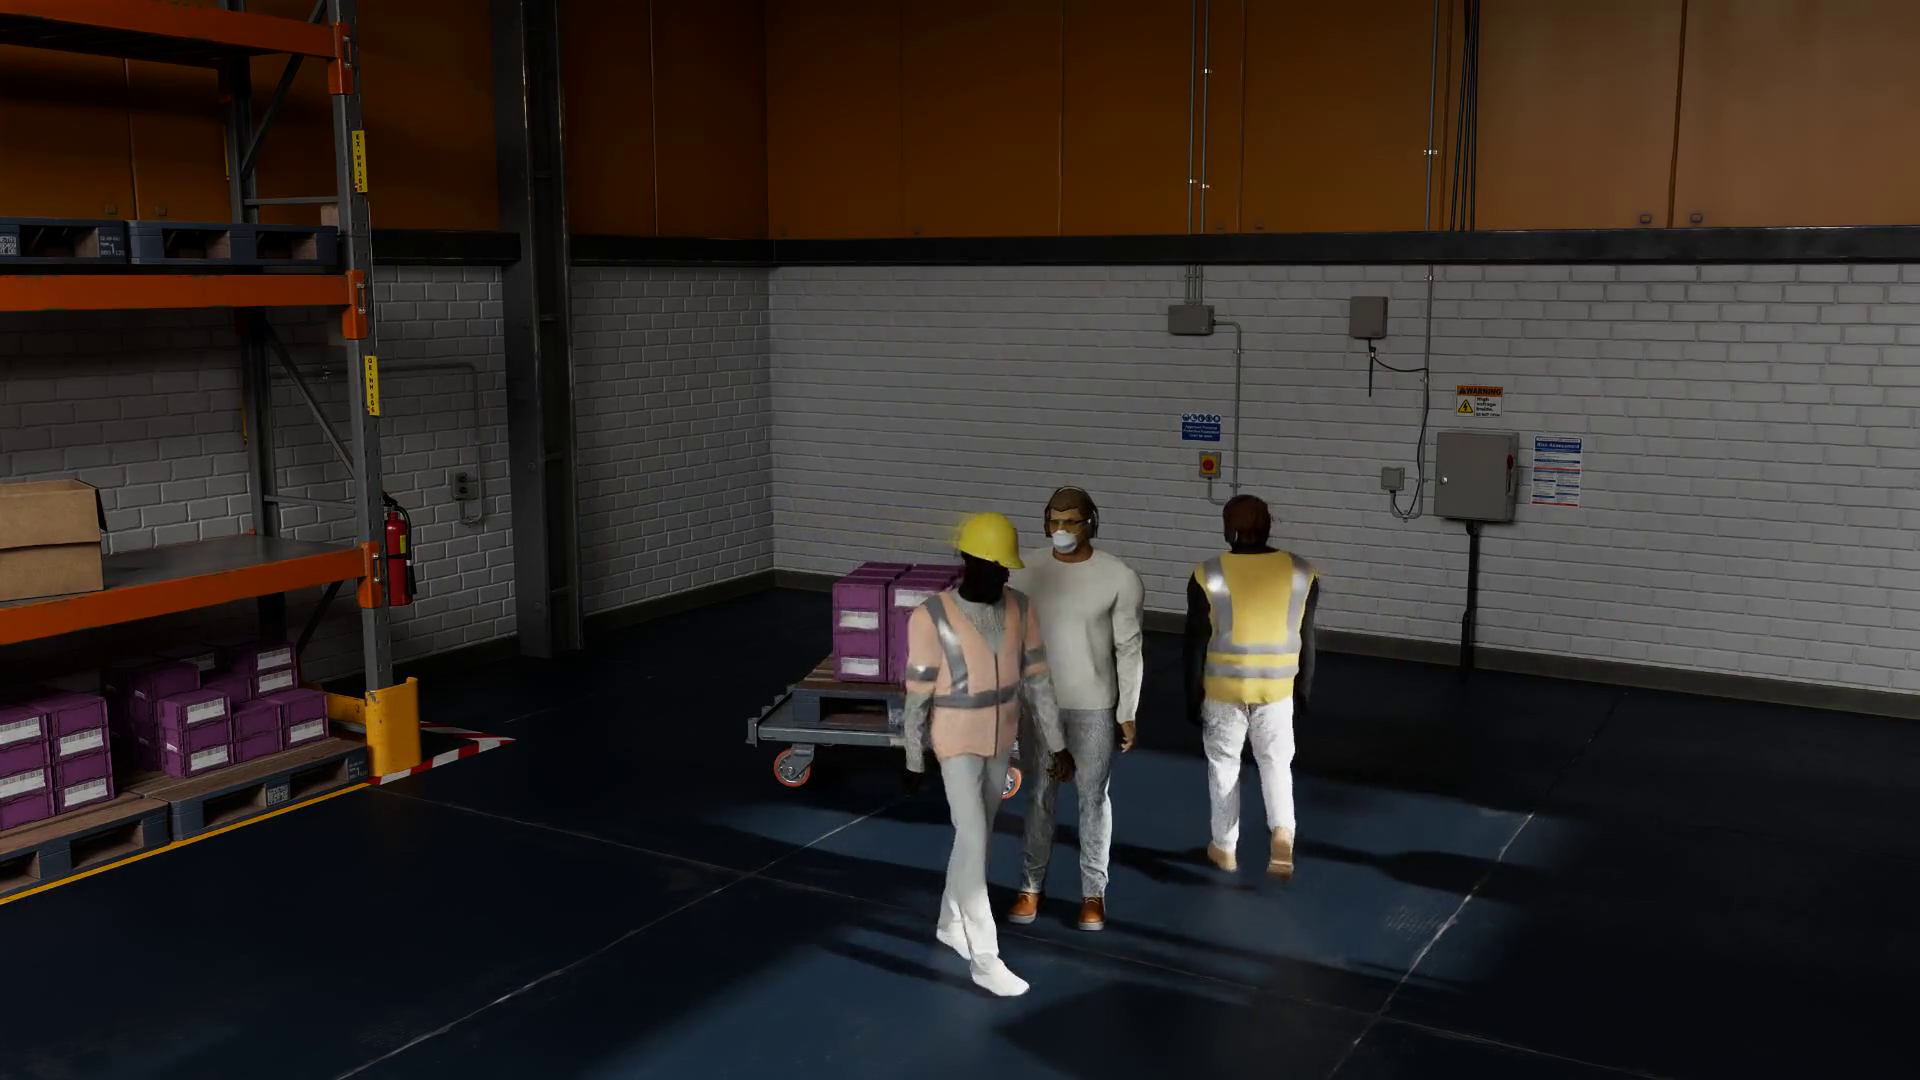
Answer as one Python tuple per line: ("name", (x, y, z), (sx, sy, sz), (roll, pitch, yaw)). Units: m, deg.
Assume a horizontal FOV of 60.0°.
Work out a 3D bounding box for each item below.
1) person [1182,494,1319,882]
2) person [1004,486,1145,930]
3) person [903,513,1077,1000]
("person", (1.344, 0.697, 7.724), (0.640, 1.824, 0.668), (-1, 9, -5))
("person", (0.477, 0.725, 7.215), (0.628, 1.940, 0.378), (3, 10, 17))
("person", (0.141, 0.839, 6.637), (0.597, 1.886, 0.846), (-7, 12, -38))
